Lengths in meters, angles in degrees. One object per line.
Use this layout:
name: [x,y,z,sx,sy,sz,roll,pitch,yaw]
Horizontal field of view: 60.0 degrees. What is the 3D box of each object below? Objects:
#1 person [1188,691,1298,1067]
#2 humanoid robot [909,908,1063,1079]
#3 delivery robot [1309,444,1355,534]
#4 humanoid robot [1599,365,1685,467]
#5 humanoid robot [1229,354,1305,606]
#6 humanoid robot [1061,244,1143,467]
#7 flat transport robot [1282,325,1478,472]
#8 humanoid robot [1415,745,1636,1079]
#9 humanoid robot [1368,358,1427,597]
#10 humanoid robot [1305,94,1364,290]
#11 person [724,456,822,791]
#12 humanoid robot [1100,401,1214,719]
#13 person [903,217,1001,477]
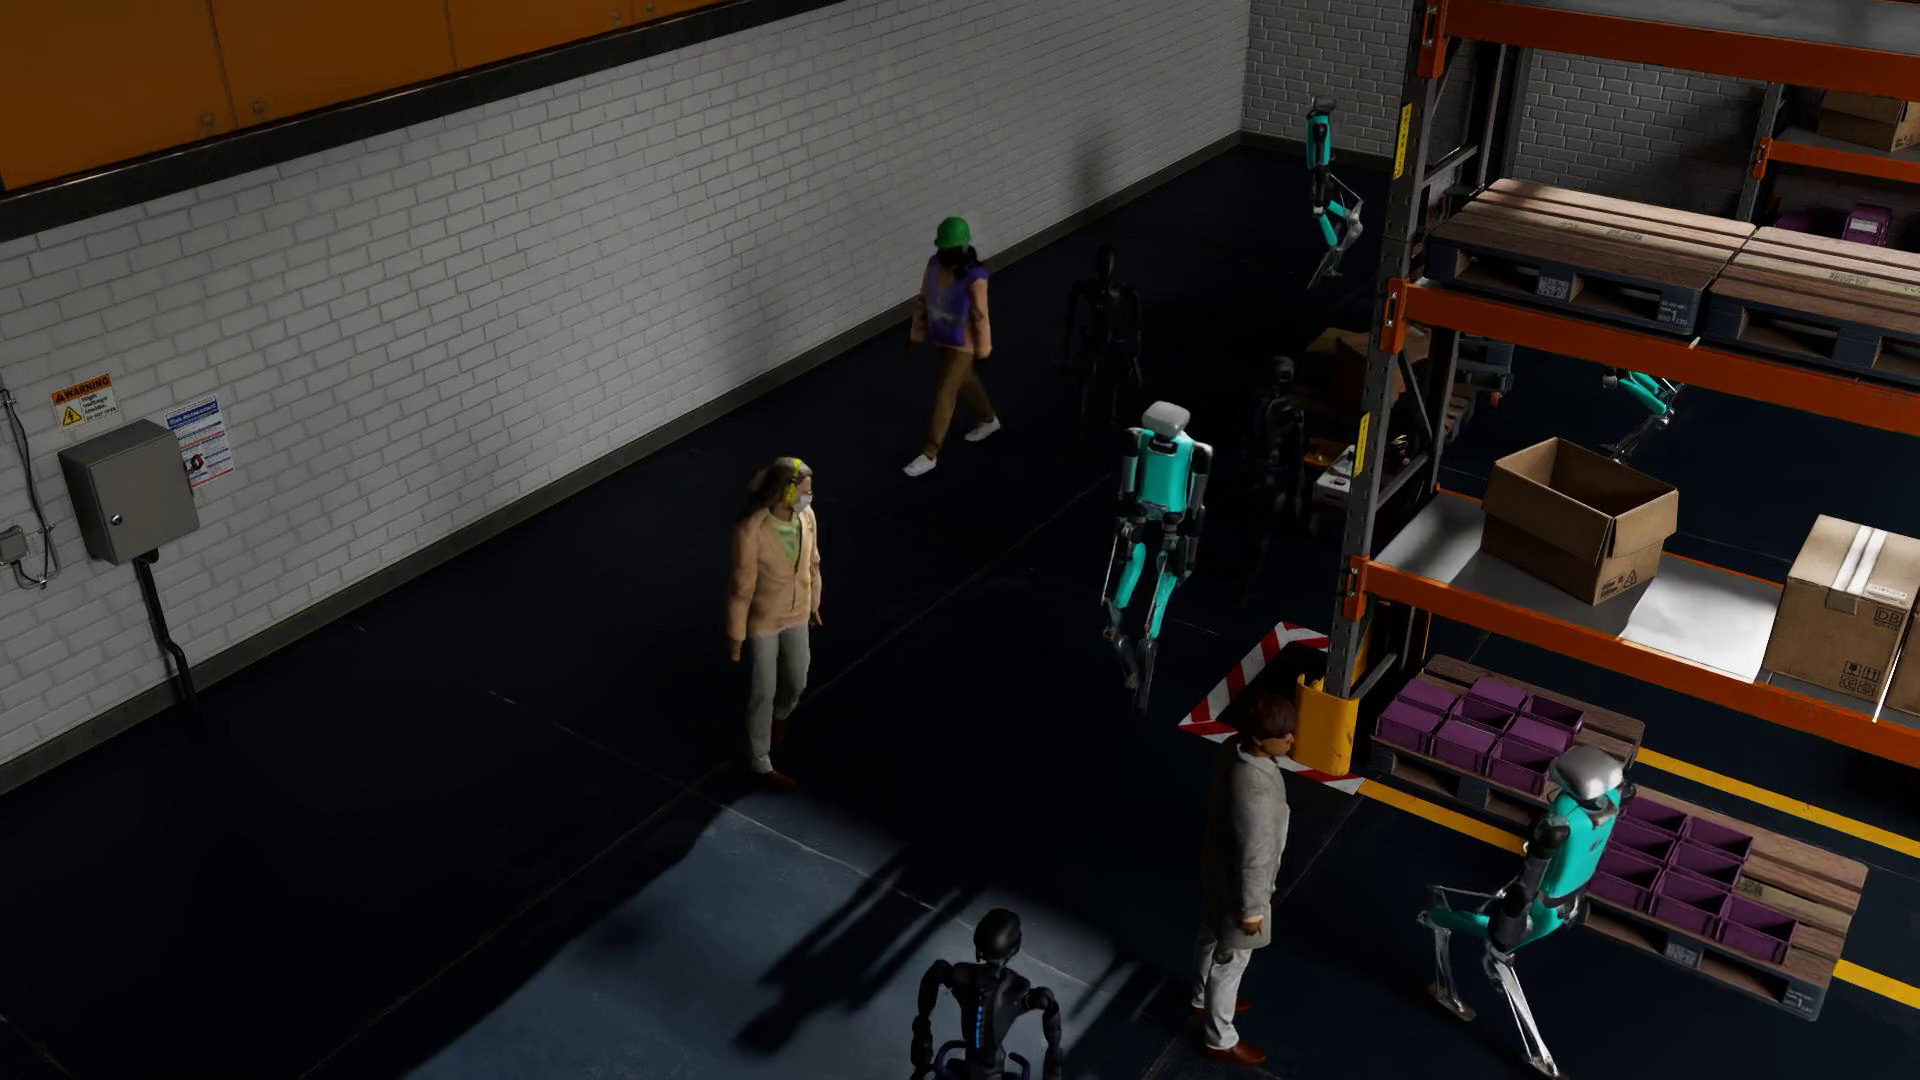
person: [1.196,1.418,7.022,0.367,1.827,0.505,-1,30,-1]
humanoid robot: [0.076,2.021,6.128,0.615,1.649,0.430,8,31,14]
delivery robot: [2.692,-0.363,11.398,0.499,0.609,0.784,17,34,27]
humanoid robot: [4.820,-1.278,11.652,0.735,1.677,0.533,19,35,29]
humanoid robot: [1.908,-0.386,10.310,0.547,1.640,0.599,-20,36,-31]
humanoid robot: [1.024,-1.299,11.883,0.601,1.657,0.354,6,30,10]
flat transport robot: [3.119,-0.820,12.462,0.659,0.231,1.431,17,34,27]
humanoid robot: [2.282,1.477,7.016,0.560,1.737,0.954,-19,35,-29]
humanoid robot: [2.719,-0.378,10.297,0.478,1.636,0.609,1,30,3]
humanoid robot: [3.413,-3.081,14.977,0.752,1.839,0.537,3,30,5]
person: [-0.971,0.399,8.788,0.621,1.844,0.584,-22,37,-33]
humanoid robot: [1.013,0.204,9.325,0.541,1.903,0.754,15,33,24]
person: [-0.032,-1.448,11.946,1.027,1.875,0.534,-23,37,-34]
